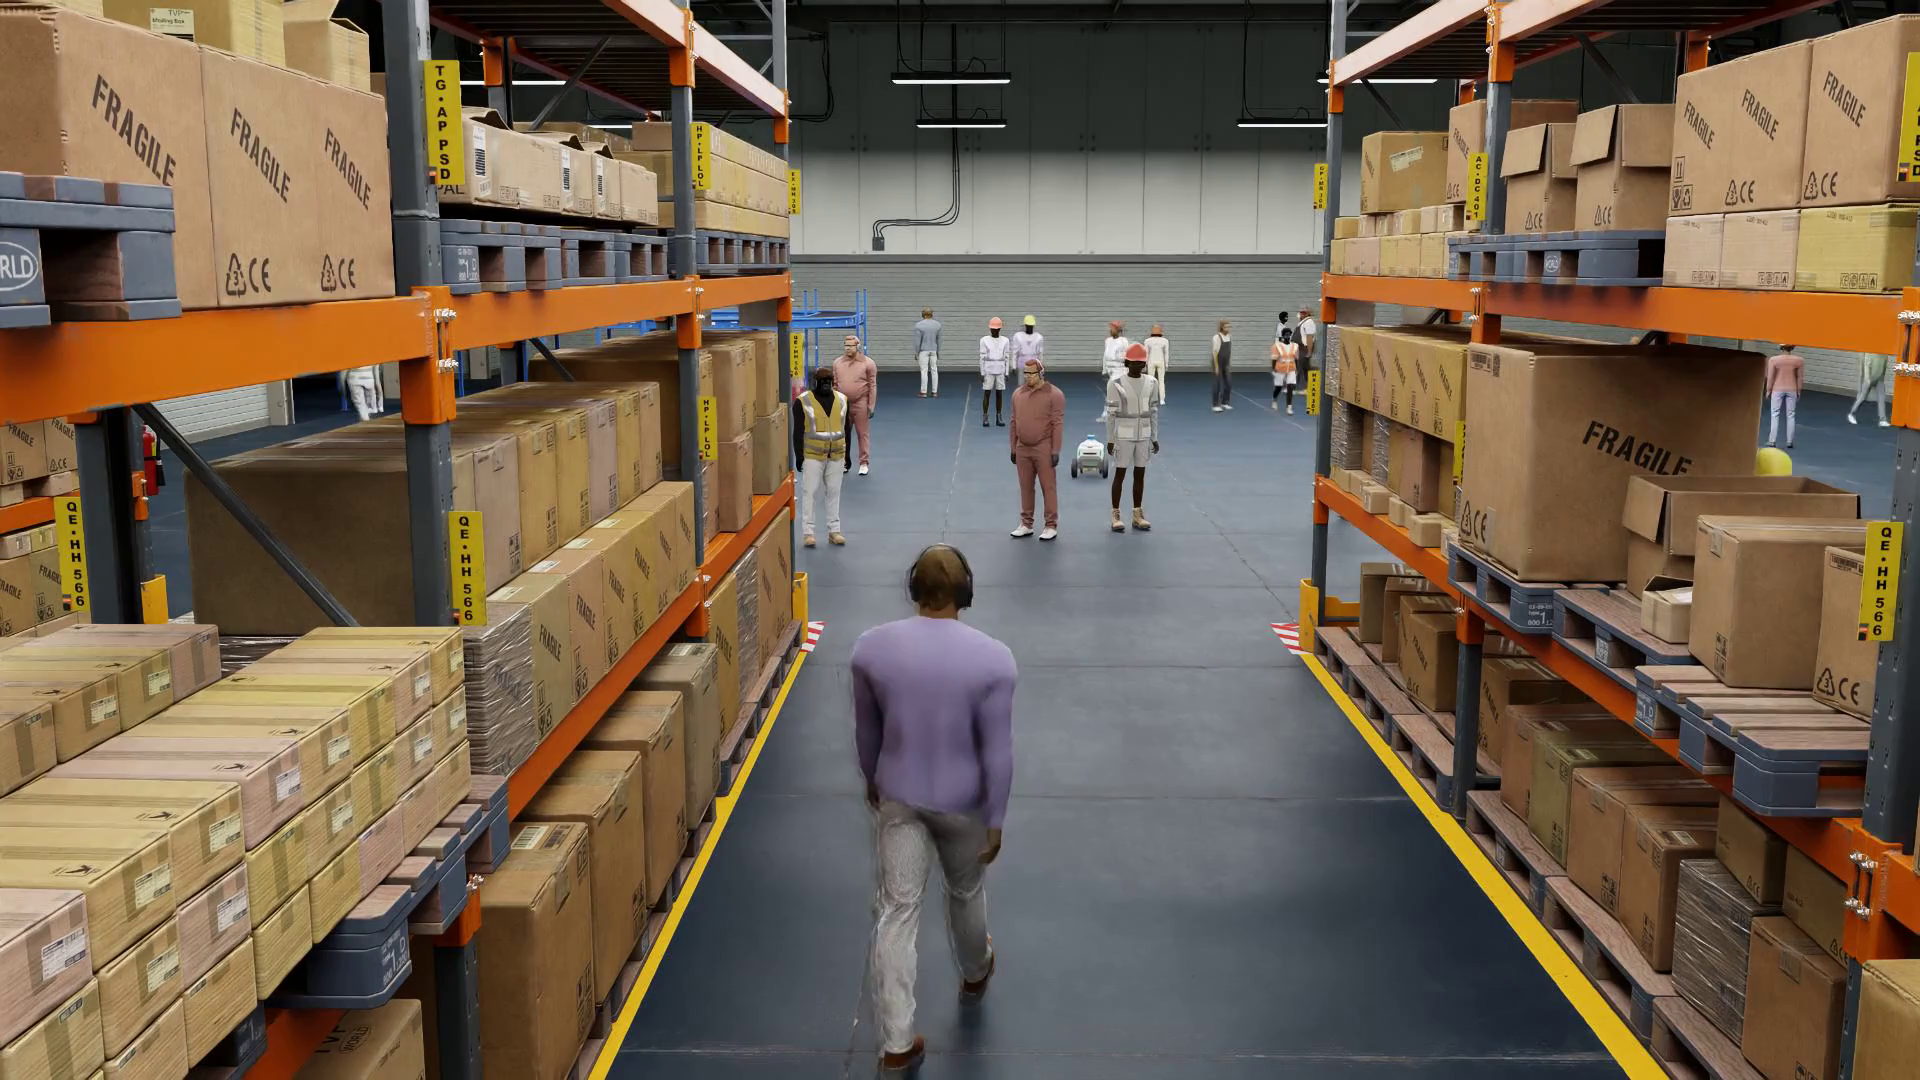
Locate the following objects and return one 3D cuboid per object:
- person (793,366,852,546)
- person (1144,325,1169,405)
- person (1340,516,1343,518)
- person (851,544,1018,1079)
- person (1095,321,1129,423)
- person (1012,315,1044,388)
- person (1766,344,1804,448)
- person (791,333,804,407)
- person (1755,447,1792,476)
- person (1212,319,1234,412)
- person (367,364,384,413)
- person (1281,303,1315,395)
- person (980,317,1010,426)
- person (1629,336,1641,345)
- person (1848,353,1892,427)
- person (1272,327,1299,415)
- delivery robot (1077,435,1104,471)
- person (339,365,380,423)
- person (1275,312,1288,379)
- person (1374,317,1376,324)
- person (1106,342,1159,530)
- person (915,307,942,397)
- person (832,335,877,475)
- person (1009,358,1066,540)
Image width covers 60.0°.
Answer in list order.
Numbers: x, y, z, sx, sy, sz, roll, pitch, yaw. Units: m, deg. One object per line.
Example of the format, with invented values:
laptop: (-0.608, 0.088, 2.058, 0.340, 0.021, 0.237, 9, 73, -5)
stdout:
person: (-1.403, -0.866, 17.132, 0.634, 1.839, 0.429, -4, 10, -25)
person: (4.017, -3.584, 34.036, 0.507, 1.631, 0.268, 1, 9, 3)
person: (4.480, -1.051, 18.898, 0.374, 1.626, 0.516, -7, 12, -36)
person: (-0.088, 0.942, 6.177, 0.633, 1.885, 1.025, 2, 10, 10)
person: (2.896, -3.102, 30.563, 0.965, 1.846, 0.591, -6, 11, -33)
person: (1.295, -3.348, 31.777, 0.612, 1.913, 0.491, -1, 10, -5)
person: (12.943, -2.325, 26.126, 0.532, 1.775, 0.341, 2, 10, 13)
person: (-2.686, -2.569, 27.662, 0.838, 1.736, 0.533, 0, 9, -2)
person: (4.366, 0.417, 9.249, 0.602, 1.907, 0.706, 0, 9, 2)
person: (5.084, -3.389, 32.345, 0.533, 1.810, 0.508, -7, 12, -35)
person: (-11.399, -3.393, 32.182, 0.326, 1.872, 0.518, 3, 10, 15)
person: (7.399, -4.174, 36.475, 0.897, 2.000, 0.711, 0, 9, 0)
person: (0.625, -2.995, 29.608, 0.545, 1.933, 0.376, -2, 10, -13)
person: (11.732, -2.730, 28.947, 0.513, 1.614, 0.507, 4, 10, 23)
person: (16.319, -2.853, 29.760, 0.505, 1.596, 0.831, -2, 10, -12)
person: (6.226, -3.264, 32.003, 0.542, 1.677, 0.691, -1, 10, -6)
delivery robot: (1.790, -1.192, 22.773, 0.477, 0.478, 0.707, 1, 10, 6)
person: (-9.753, -2.561, 27.088, 0.969, 1.912, 0.617, 9, 13, 44)
person: (7.989, -4.824, 41.294, 0.321, 1.689, 0.530, 4, 10, 20)
person: (10.549, -5.246, 43.338, 0.658, 1.856, 0.972, 7, 12, 37)
person: (1.892, -1.126, 18.089, 0.614, 2.039, 0.394, -3, 10, -18)
person: (-0.703, -4.065, 36.000, 0.630, 1.940, 0.372, -5, 11, -28)
person: (-1.469, -1.848, 22.819, 0.643, 1.908, 0.399, 3, 10, 18)
person: (0.785, -0.960, 17.528, 0.641, 1.900, 0.404, 6, 11, 32)
